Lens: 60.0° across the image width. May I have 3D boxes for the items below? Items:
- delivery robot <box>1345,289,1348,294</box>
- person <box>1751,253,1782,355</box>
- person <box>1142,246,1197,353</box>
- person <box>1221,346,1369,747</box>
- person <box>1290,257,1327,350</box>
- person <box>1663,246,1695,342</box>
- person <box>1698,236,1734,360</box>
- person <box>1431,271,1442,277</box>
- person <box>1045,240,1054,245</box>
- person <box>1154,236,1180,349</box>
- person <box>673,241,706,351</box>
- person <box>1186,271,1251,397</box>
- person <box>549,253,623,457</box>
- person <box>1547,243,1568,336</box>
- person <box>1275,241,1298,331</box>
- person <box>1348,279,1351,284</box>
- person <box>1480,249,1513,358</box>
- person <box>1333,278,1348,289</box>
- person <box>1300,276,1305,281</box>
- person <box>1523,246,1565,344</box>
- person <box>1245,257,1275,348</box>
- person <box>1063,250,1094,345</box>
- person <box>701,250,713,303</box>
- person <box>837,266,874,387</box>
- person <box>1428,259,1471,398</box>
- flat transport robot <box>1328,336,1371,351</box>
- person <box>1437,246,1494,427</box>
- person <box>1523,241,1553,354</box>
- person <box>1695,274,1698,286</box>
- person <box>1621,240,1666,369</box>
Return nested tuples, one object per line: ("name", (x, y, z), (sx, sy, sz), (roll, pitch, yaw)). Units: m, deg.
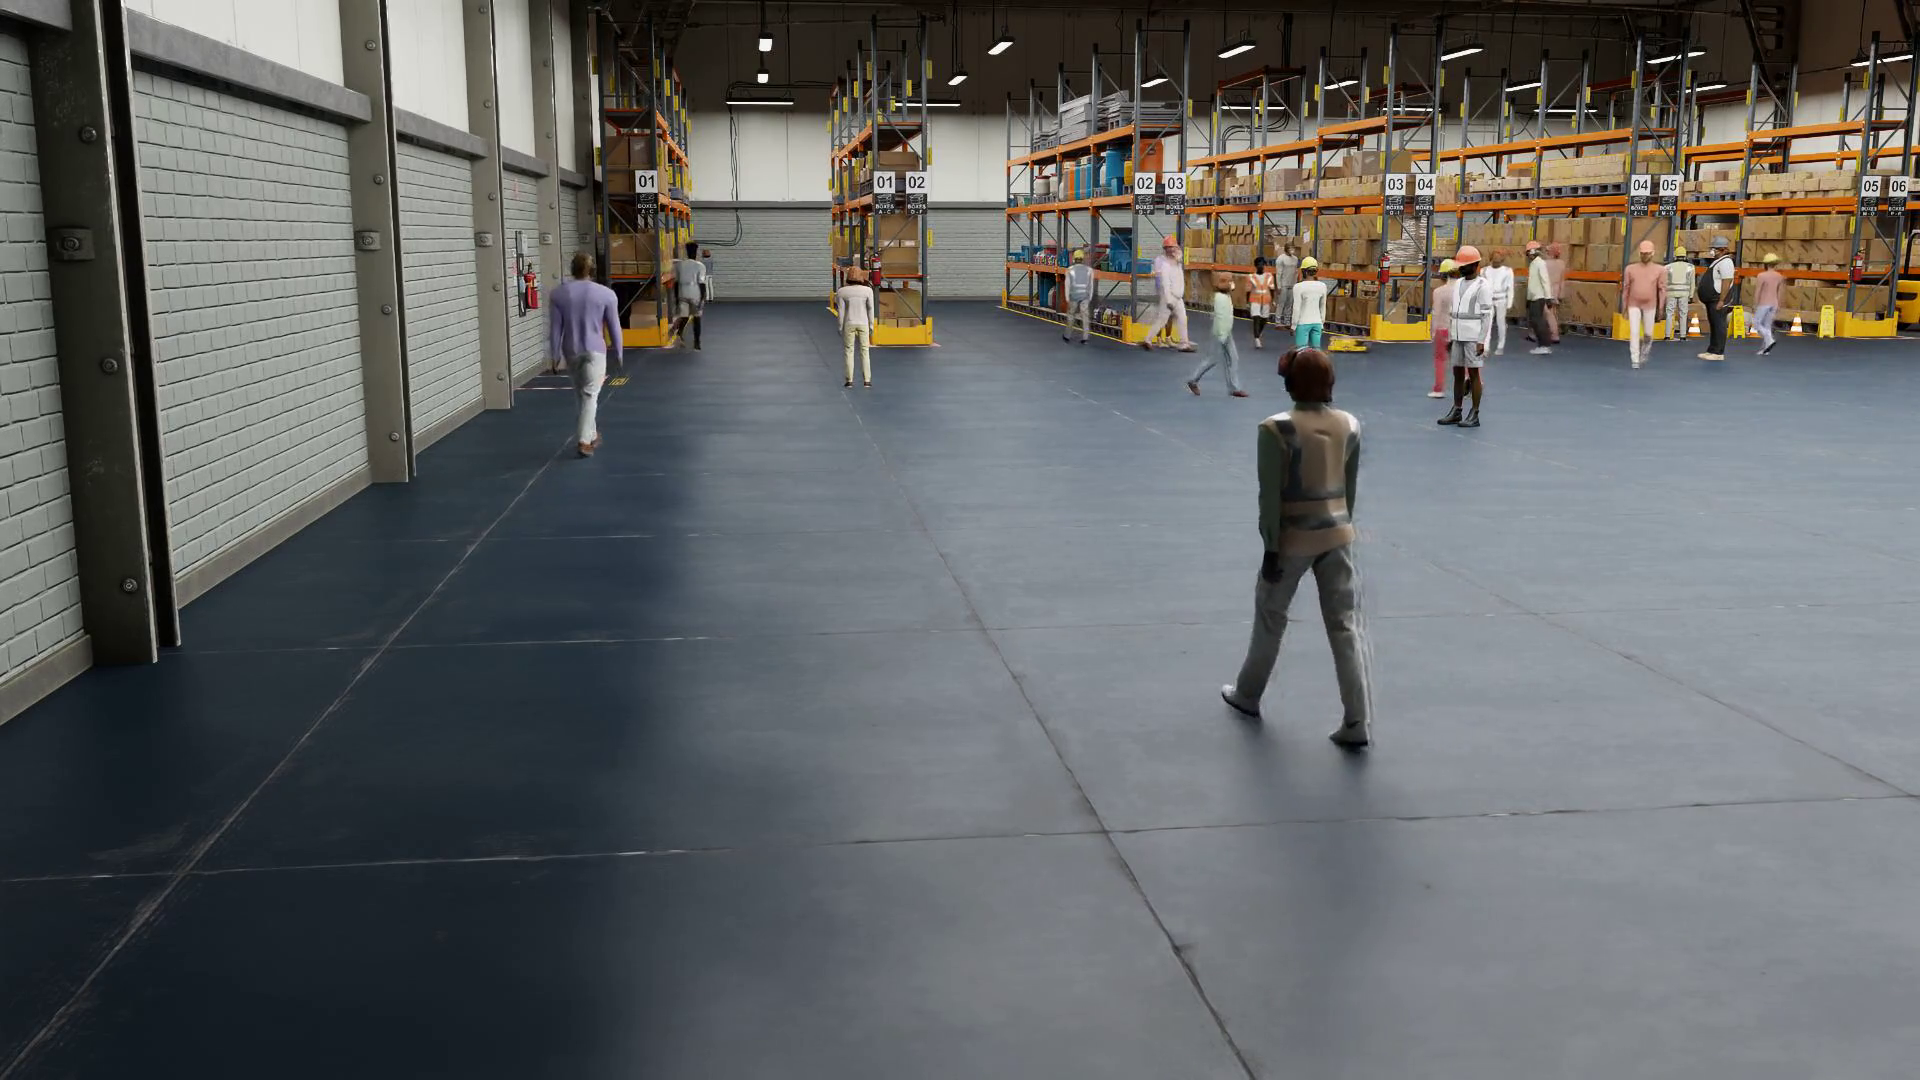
("delivery robot", (11.721, -7.380, 49.868), (0.707, 0.478, 0.477), (7, 13, 35))
("person", (13.810, -4.016, 28.403), (0.538, 1.750, 0.459), (-3, 11, -17))
("person", (3.680, -4.236, 29.301), (0.949, 1.864, 0.644), (8, 13, 36))
("person", (1.412, 0.013, 6.765), (0.535, 1.590, 0.877), (-4, 11, -22))
("person", (4.535, -2.806, 21.731), (0.533, 1.768, 0.311), (-5, 12, -26))
("person", (13.935, -4.766, 32.281), (0.596, 1.837, 0.404), (4, 11, 21))
("person", (12.489, -3.998, 27.510), (0.536, 2.000, 0.683), (2, 11, 13))
("person", (13.907, -7.747, 48.571), (0.864, 1.857, 0.581), (-10, 14, -42))
("person", (2.728, -8.016, 49.878), (0.444, 1.923, 0.543), (-2, 11, -11))
("person", (3.811, -4.506, 30.289), (0.616, 2.041, 0.379), (-9, 14, -40))
("person", (-4.799, -4.298, 29.388), (0.640, 1.953, 0.626), (2, 11, 11))
("person", (3.280, -2.608, 21.102), (0.794, 1.599, 0.510), (5, 11, 25))
("person", (-3.496, -1.735, 15.556), (0.649, 1.887, 1.032), (0, 10, 2))
("person", (12.235, -5.149, 34.220), (0.564, 1.887, 0.974), (-1, 10, -8))
("person", (7.073, -5.488, 36.007), (0.629, 1.932, 0.373), (-8, 13, -37))
("person", (11.799, -7.965, 50.459), (0.576, 1.600, 0.719), (-4, 11, -19))
("person", (9.116, -4.024, 28.249), (0.587, 1.834, 1.014), (6, 12, 30))
("person", (11.492, -8.015, 50.041), (0.660, 1.853, 0.974), (2, 11, 12))
("person", (10.097, -7.874, 49.884), (0.336, 1.625, 0.612), (-8, 13, -38))
("person", (11.217, -4.699, 31.867), (0.664, 1.852, 0.986), (-6, 12, -29))
("person", (5.505, -4.381, 30.629), (0.535, 1.670, 0.750), (-1, 10, -6))
("person", (2.245, -4.597, 31.531), (0.601, 1.773, 0.970), (-2, 11, -13))
("person", (-7.814, -8.147, 51.374), (0.285, 1.633, 0.498), (6, 12, 29))
("person", (-1.405, -2.874, 22.463), (0.499, 1.634, 0.279), (-1, 10, -4))
("person", (6.125, -2.630, 20.779), (0.542, 1.751, 0.546), (-4, 11, -19))
("flat transport robot", (6.985, -3.531, 29.807), (0.652, 0.197, 1.431), (3, 11, 17))
("person", (5.407, -2.167, 17.783), (0.374, 1.928, 0.543), (-5, 12, -27))
("person", (9.979, -4.172, 28.708), (0.594, 1.947, 0.639), (2, 10, 8))
("person", (18.832, -6.739, 43.062), (0.552, 1.850, 0.416), (-3, 11, -16))
("person", (10.546, -3.636, 25.703), (0.619, 1.976, 0.643), (4, 11, 21))
